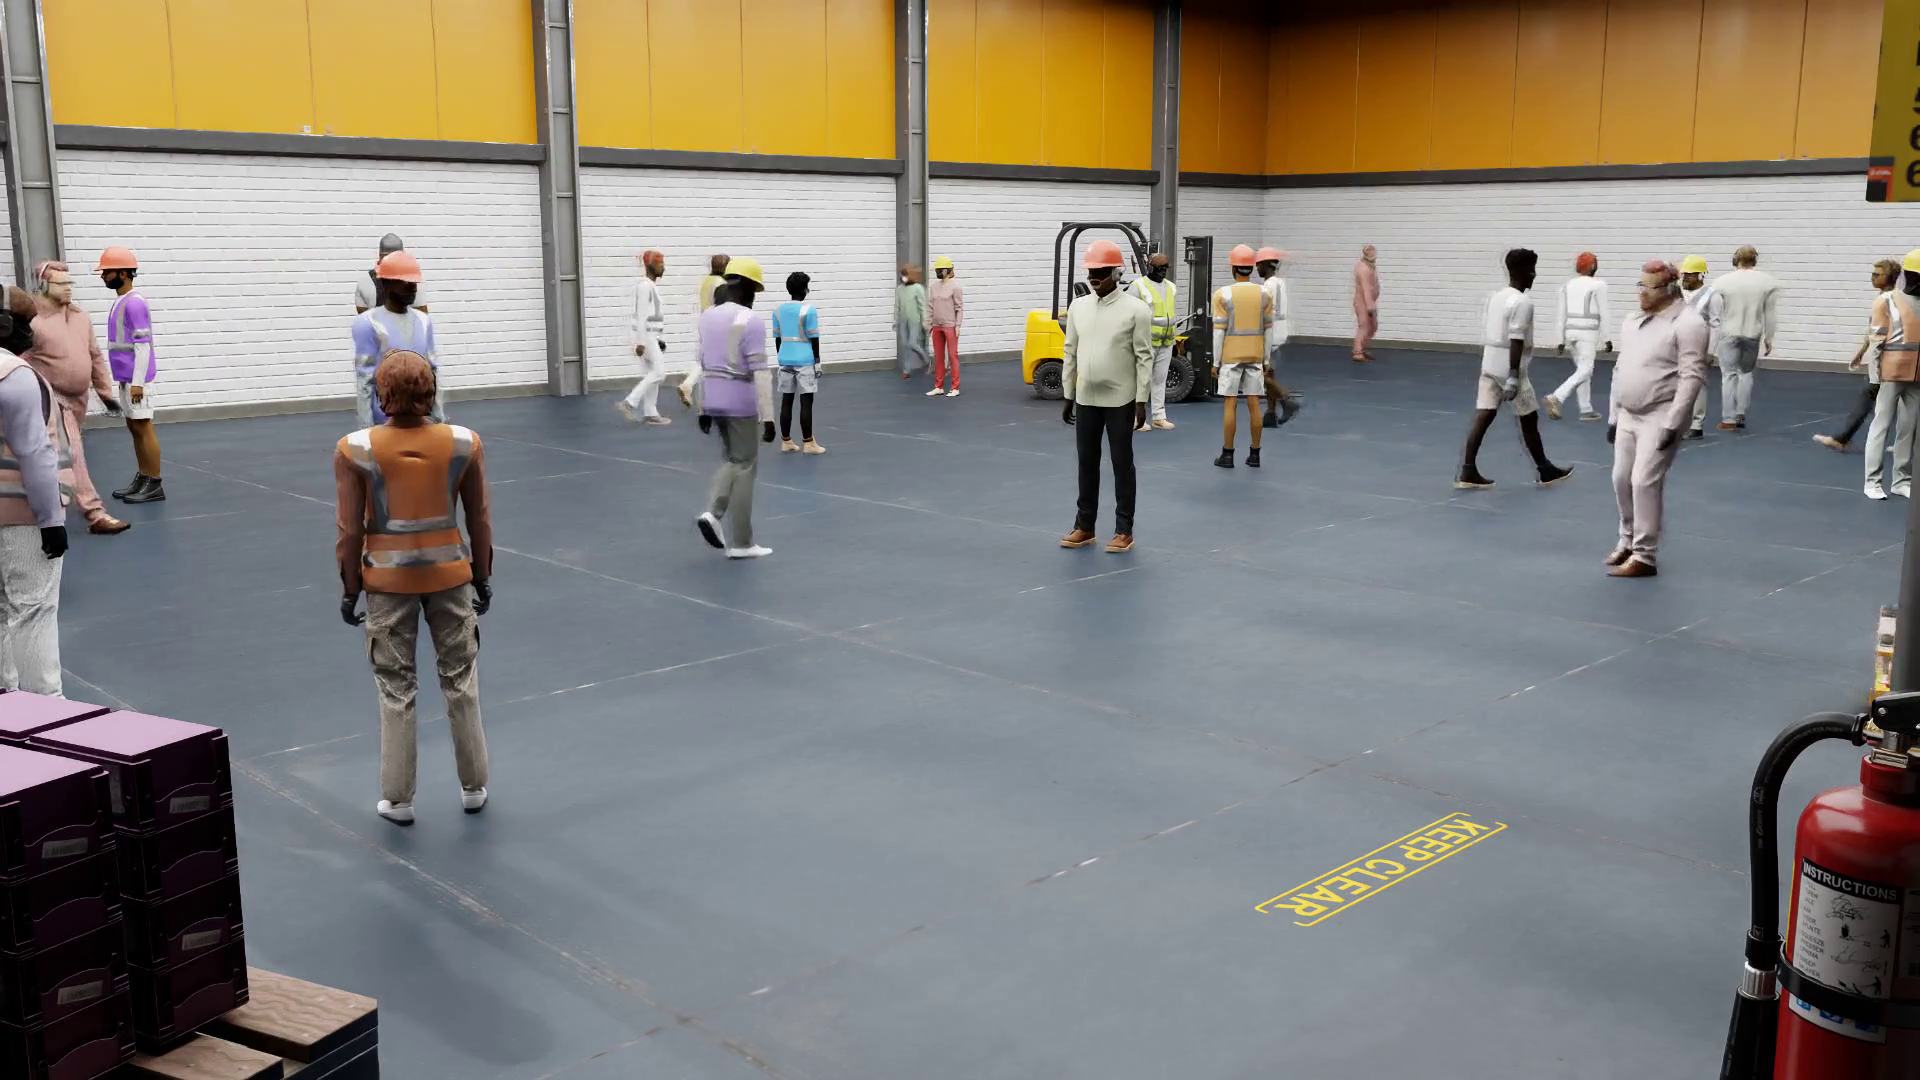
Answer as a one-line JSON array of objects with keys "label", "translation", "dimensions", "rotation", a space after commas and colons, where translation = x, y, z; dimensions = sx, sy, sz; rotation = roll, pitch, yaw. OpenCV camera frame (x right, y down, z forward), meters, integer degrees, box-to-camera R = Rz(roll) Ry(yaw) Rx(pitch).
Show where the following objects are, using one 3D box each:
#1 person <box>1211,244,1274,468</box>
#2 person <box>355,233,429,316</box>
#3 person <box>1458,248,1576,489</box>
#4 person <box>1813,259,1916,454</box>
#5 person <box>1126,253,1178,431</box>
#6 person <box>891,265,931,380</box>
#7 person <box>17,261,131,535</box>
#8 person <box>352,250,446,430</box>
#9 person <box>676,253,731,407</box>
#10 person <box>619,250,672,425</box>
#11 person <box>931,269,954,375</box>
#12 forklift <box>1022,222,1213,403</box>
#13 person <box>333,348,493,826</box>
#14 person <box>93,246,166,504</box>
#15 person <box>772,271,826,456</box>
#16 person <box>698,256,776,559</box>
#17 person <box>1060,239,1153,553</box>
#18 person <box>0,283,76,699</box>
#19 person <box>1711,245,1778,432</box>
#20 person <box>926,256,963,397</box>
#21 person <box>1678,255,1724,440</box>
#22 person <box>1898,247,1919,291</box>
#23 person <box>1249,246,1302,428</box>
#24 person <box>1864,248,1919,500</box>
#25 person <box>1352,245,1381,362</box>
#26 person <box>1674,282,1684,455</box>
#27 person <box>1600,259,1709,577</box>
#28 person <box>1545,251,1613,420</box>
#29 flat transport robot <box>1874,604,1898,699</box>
[{"label": "person", "translation": [2.446, -1.592, 14.492], "dimensions": [0.544, 1.943, 0.347], "rotation": [-2, 11, -10]}, {"label": "person", "translation": [-5.400, -1.922, 16.024], "dimensions": [0.688, 2.000, 0.539], "rotation": [1, 10, 6]}, {"label": "person", "translation": [4.448, -1.353, 13.251], "dimensions": [0.995, 1.910, 0.625], "rotation": [-2, 11, -11]}, {"label": "person", "translation": [8.493, -1.684, 15.386], "dimensions": [0.970, 1.795, 0.509], "rotation": [3, 11, 17]}, {"label": "person", "translation": [2.026, -2.055, 17.308], "dimensions": [0.625, 1.840, 0.429], "rotation": [-7, 12, -33]}, {"label": "person", "translation": [-0.673, -3.055, 23.360], "dimensions": [0.523, 1.618, 0.421], "rotation": [9, 14, 40]}, {"label": "person", "translation": [-6.131, -0.965, 11.352], "dimensions": [0.989, 1.852, 0.643], "rotation": [2, 11, 12]}, {"label": "person", "translation": [-3.336, -0.756, 9.970], "dimensions": [0.389, 1.933, 0.559], "rotation": [6, 12, 30]}, {"label": "person", "translation": [-2.889, -2.420, 19.359], "dimensions": [0.809, 1.821, 0.619], "rotation": [-6, 12, -30]}, {"label": "person", "translation": [-3.318, -2.137, 17.667], "dimensions": [0.457, 1.869, 0.600], "rotation": [-1, 10, -6]}, {"label": "person", "translation": [-0.215, -3.221, 24.212], "dimensions": [0.280, 1.636, 0.502], "rotation": [-7, 13, -34]}, {"label": "forklift", "translation": [1.935, -2.847, 20.651], "dimensions": [2.313, 2.155, 1.214], "rotation": [2, 11, 13]}, {"label": "person", "translation": [-1.869, 0.166, 5.735], "dimensions": [0.524, 1.639, 0.308], "rotation": [-6, 12, -29]}, {"label": "person", "translation": [-6.302, -1.246, 12.621], "dimensions": [0.358, 1.937, 0.548], "rotation": [-8, 13, -38]}, {"label": "person", "translation": [-1.491, -1.626, 15.358], "dimensions": [0.531, 1.693, 0.320], "rotation": [7, 13, 34]}, {"label": "person", "translation": [-1.411, -0.829, 10.469], "dimensions": [0.696, 1.890, 0.500], "rotation": [9, 14, 42]}, {"label": "person", "translation": [0.920, -0.913, 10.647], "dimensions": [0.623, 1.991, 0.396], "rotation": [7, 12, 33]}, {"label": "person", "translation": [-3.755, -0.094, 6.623], "dimensions": [0.621, 1.837, 0.429], "rotation": [6, 12, 31]}, {"label": "person", "translation": [8.033, -2.072, 17.172], "dimensions": [0.659, 1.916, 0.537], "rotation": [2, 11, 9]}, {"label": "person", "translation": [-0.201, -2.679, 20.904], "dimensions": [0.533, 1.768, 0.310], "rotation": [8, 13, 38]}, {"label": "person", "translation": [7.249, -1.910, 16.538], "dimensions": [0.404, 1.827, 0.600], "rotation": [-5, 12, -26]}, {"label": "person", "translation": [13.278, -3.137, 23.017], "dimensions": [0.642, 1.909, 0.399], "rotation": [2, 11, 12]}, {"label": "person", "translation": [3.276, -2.107, 17.414], "dimensions": [0.547, 1.911, 0.551], "rotation": [5, 11, 23]}, {"label": "person", "translation": [7.252, -1.265, 12.759], "dimensions": [0.586, 1.925, 0.369], "rotation": [-1, 10, -7]}, {"label": "person", "translation": [6.491, -3.759, 26.556], "dimensions": [0.424, 1.869, 0.729], "rotation": [5, 11, 24]}, {"label": "person", "translation": [6.485, -1.547, 15.184], "dimensions": [0.502, 1.604, 0.768], "rotation": [-2, 11, -12]}, {"label": "person", "translation": [4.092, -0.706, 9.861], "dimensions": [0.464, 1.882, 0.688], "rotation": [-3, 11, -15]}, {"label": "person", "translation": [6.692, -2.189, 18.053], "dimensions": [0.821, 1.841, 0.622], "rotation": [-5, 12, -25]}, {"label": "flat transport robot", "translation": [4.490, 0.533, 7.468], "dimensions": [0.652, 0.197, 1.431], "rotation": [6, 12, 29]}]
